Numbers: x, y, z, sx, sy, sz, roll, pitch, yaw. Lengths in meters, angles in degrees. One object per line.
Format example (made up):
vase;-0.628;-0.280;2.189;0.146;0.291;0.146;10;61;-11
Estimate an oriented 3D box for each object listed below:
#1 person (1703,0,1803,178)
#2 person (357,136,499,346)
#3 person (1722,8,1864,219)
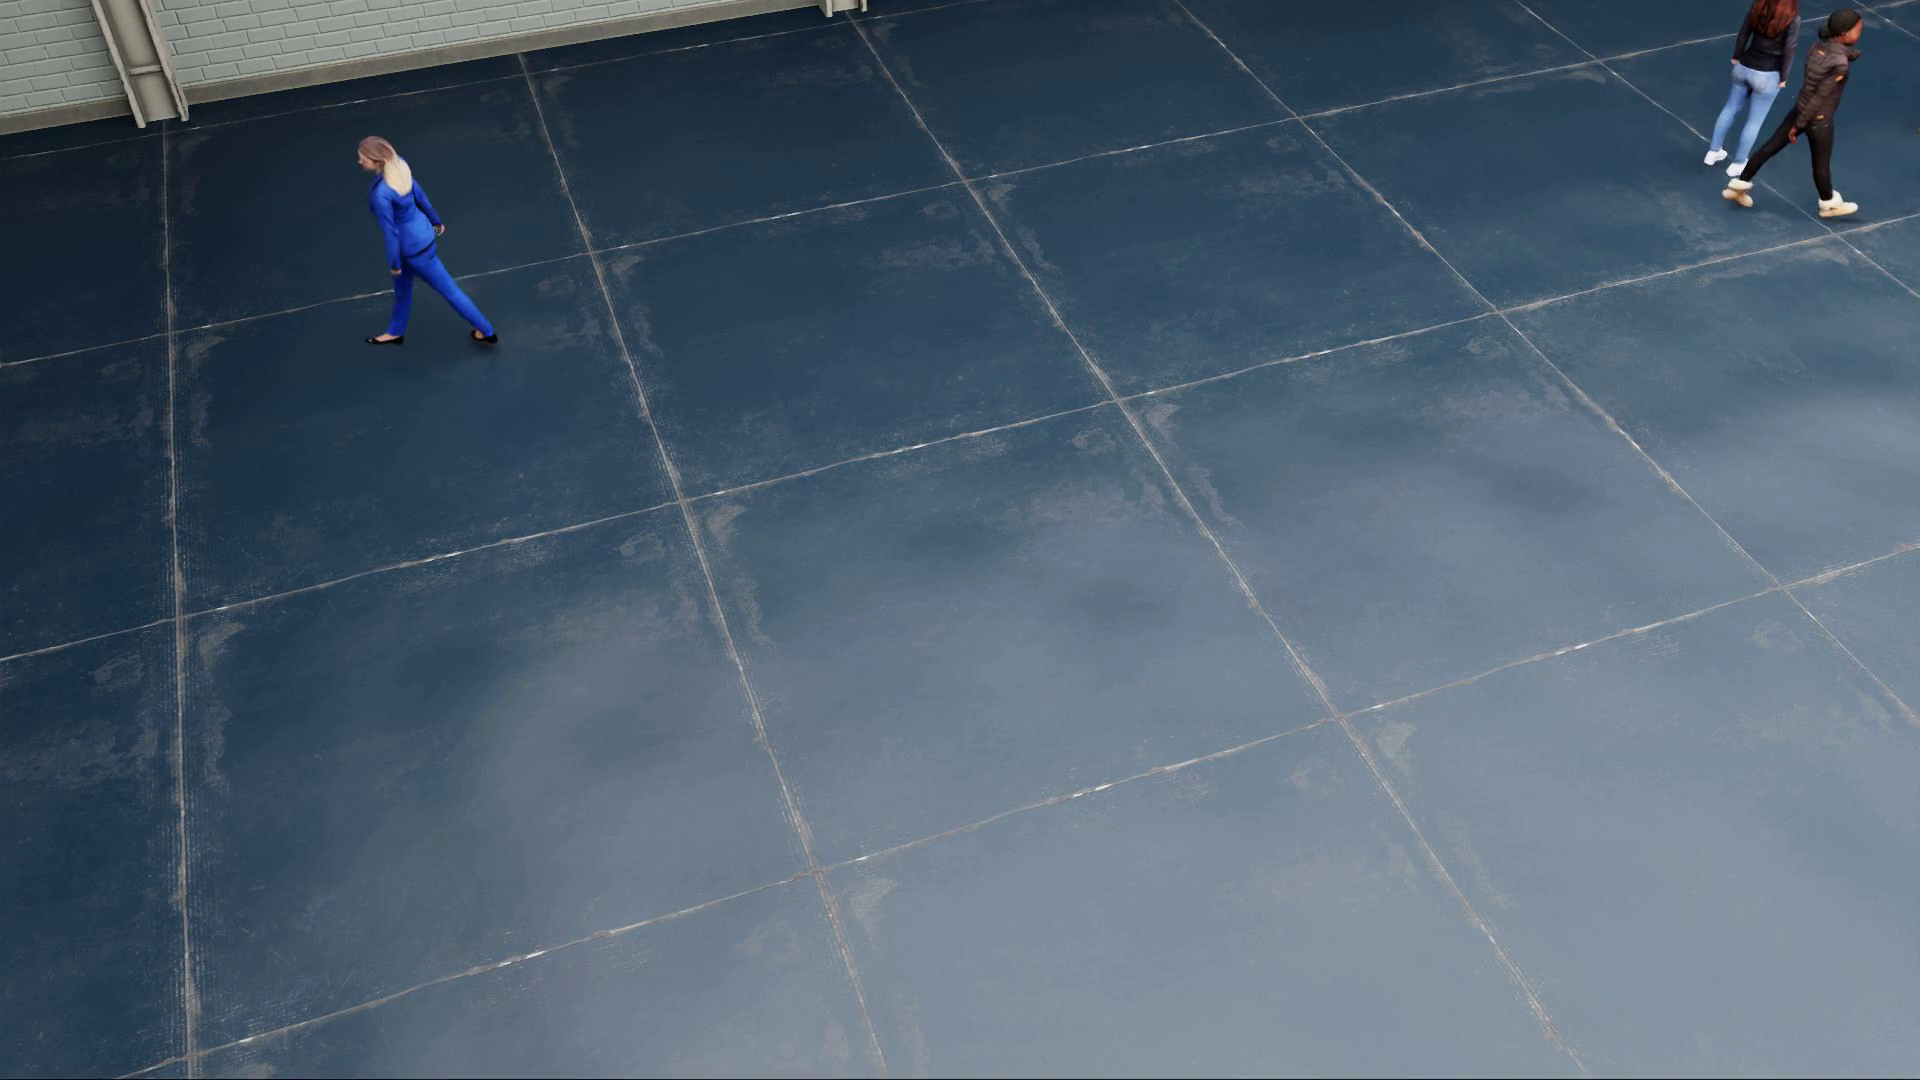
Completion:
person;6.199;-3.634;12.910;0.617;1.633;0.685;-22;47;-22
person;-3.541;-1.947;11.098;1.205;1.640;0.895;2;43;3
person;6.482;-3.169;12.398;0.812;1.652;1.223;-13;45;-14
